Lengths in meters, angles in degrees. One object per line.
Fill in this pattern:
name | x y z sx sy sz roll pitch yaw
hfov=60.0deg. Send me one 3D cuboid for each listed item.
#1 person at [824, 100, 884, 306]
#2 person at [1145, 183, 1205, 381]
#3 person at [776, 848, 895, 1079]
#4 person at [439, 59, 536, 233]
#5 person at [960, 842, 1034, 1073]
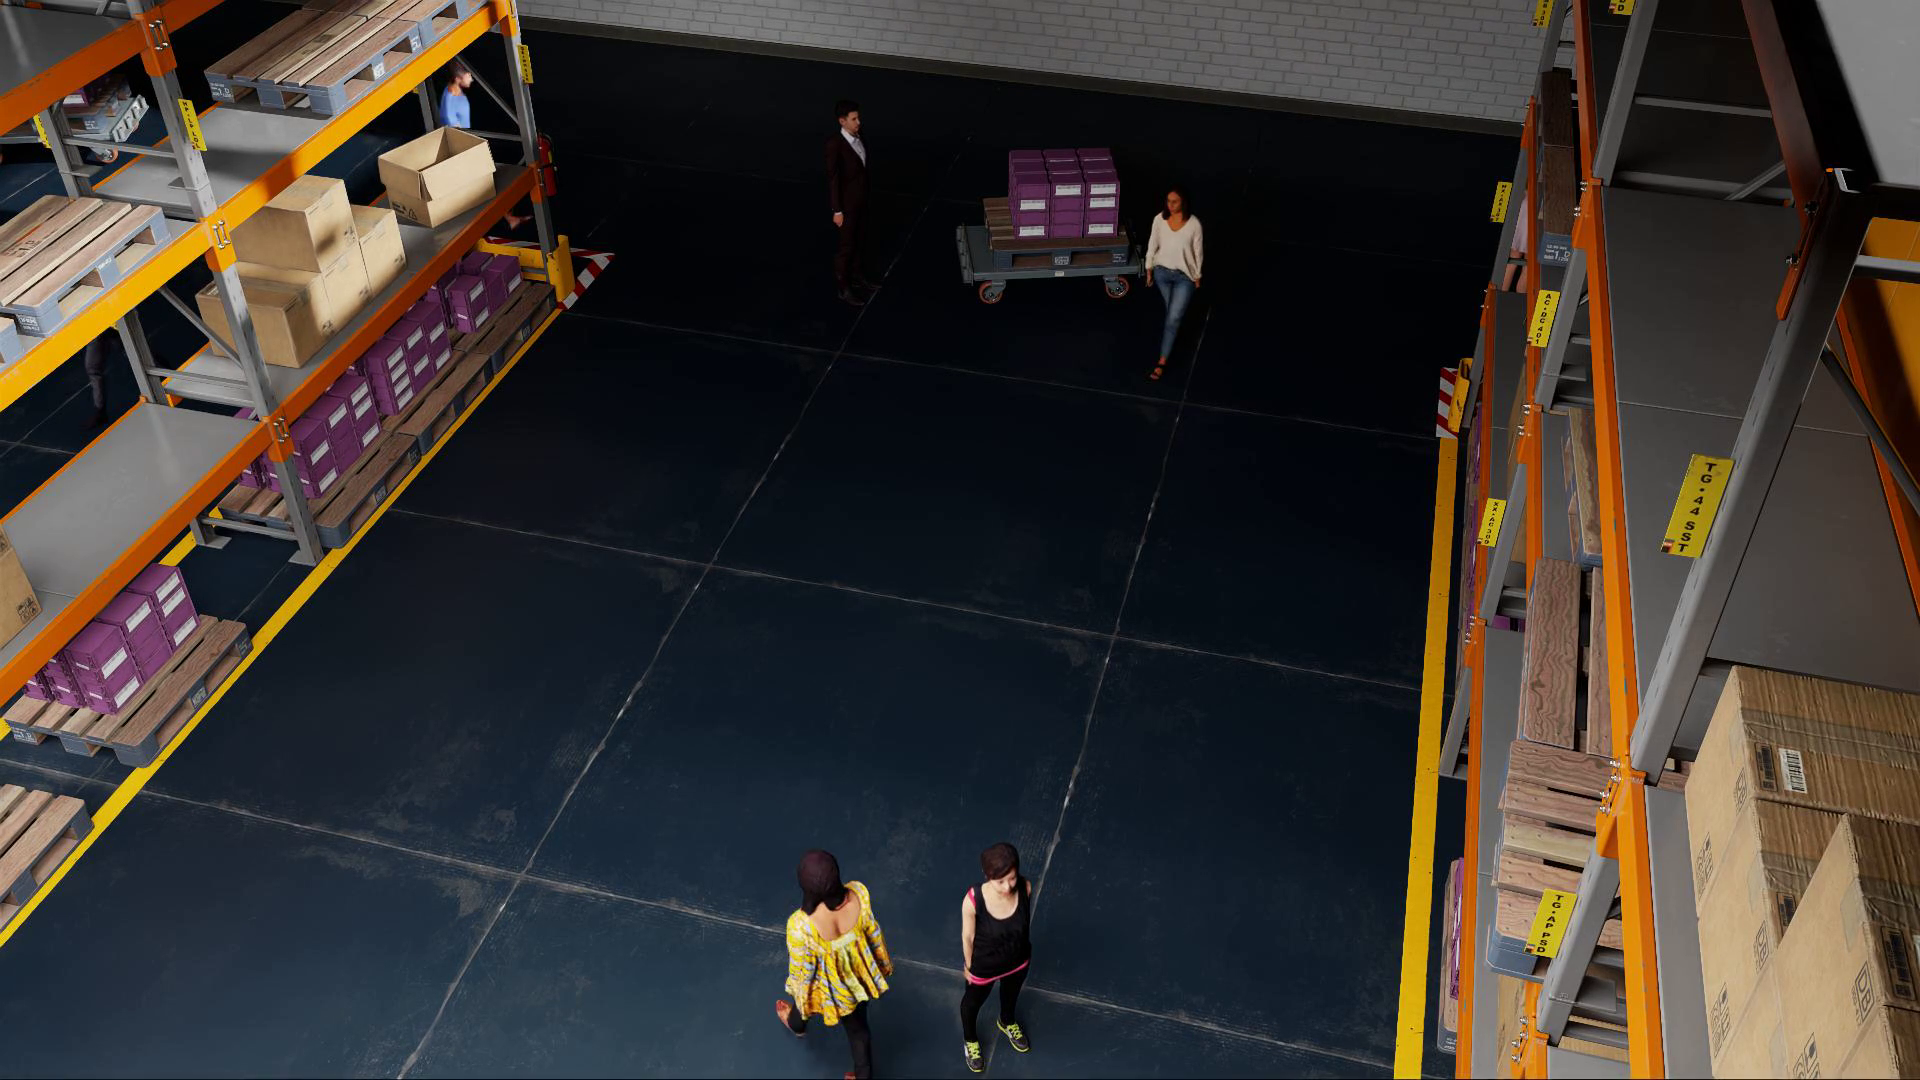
person | -0.961 -2.997 14.633 0.801 1.864 0.603 18 42 21
person | 1.812 -2.231 13.858 0.796 1.633 1.151 19 42 22
person | -0.581 2.231 8.288 1.089 1.613 1.125 -23 44 -26
person | -4.741 -3.558 15.387 0.998 1.800 1.231 -3 39 -3
person | 0.189 2.096 8.505 0.627 1.552 0.673 -16 41 -19
